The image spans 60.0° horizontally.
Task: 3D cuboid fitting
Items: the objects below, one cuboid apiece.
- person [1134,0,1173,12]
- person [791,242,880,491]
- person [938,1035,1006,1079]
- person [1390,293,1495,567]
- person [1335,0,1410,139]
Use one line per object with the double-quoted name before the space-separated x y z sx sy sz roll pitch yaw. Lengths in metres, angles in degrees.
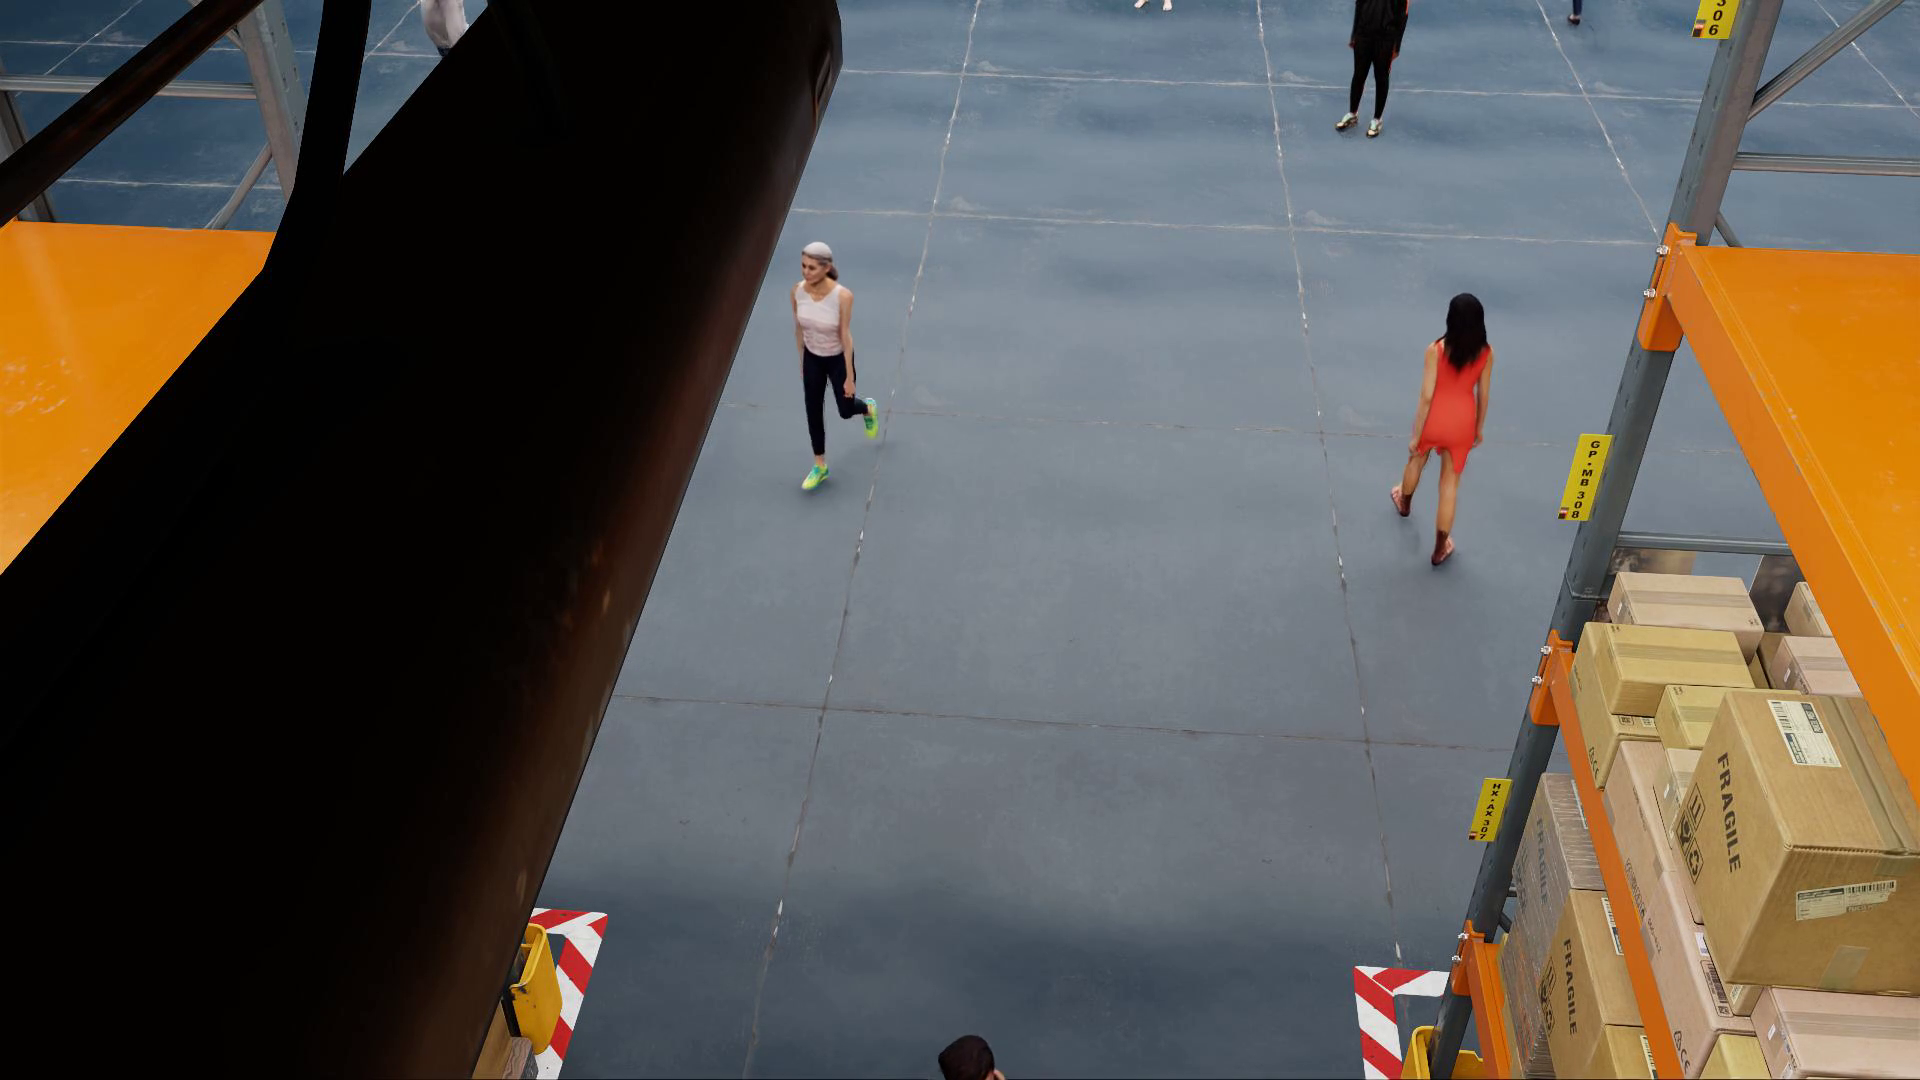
"person" 2.107 -6.425 17.278 0.631 1.765 0.570 10 39 12
"person" -0.791 -1.153 10.606 0.833 1.682 1.087 17 41 20
"person" -0.027 2.336 6.286 0.957 1.511 1.090 -22 43 -25
"person" 2.908 -0.618 9.928 0.657 1.675 0.985 2 38 2
"person" 3.715 -4.497 14.779 0.707 1.807 0.711 23 44 27
